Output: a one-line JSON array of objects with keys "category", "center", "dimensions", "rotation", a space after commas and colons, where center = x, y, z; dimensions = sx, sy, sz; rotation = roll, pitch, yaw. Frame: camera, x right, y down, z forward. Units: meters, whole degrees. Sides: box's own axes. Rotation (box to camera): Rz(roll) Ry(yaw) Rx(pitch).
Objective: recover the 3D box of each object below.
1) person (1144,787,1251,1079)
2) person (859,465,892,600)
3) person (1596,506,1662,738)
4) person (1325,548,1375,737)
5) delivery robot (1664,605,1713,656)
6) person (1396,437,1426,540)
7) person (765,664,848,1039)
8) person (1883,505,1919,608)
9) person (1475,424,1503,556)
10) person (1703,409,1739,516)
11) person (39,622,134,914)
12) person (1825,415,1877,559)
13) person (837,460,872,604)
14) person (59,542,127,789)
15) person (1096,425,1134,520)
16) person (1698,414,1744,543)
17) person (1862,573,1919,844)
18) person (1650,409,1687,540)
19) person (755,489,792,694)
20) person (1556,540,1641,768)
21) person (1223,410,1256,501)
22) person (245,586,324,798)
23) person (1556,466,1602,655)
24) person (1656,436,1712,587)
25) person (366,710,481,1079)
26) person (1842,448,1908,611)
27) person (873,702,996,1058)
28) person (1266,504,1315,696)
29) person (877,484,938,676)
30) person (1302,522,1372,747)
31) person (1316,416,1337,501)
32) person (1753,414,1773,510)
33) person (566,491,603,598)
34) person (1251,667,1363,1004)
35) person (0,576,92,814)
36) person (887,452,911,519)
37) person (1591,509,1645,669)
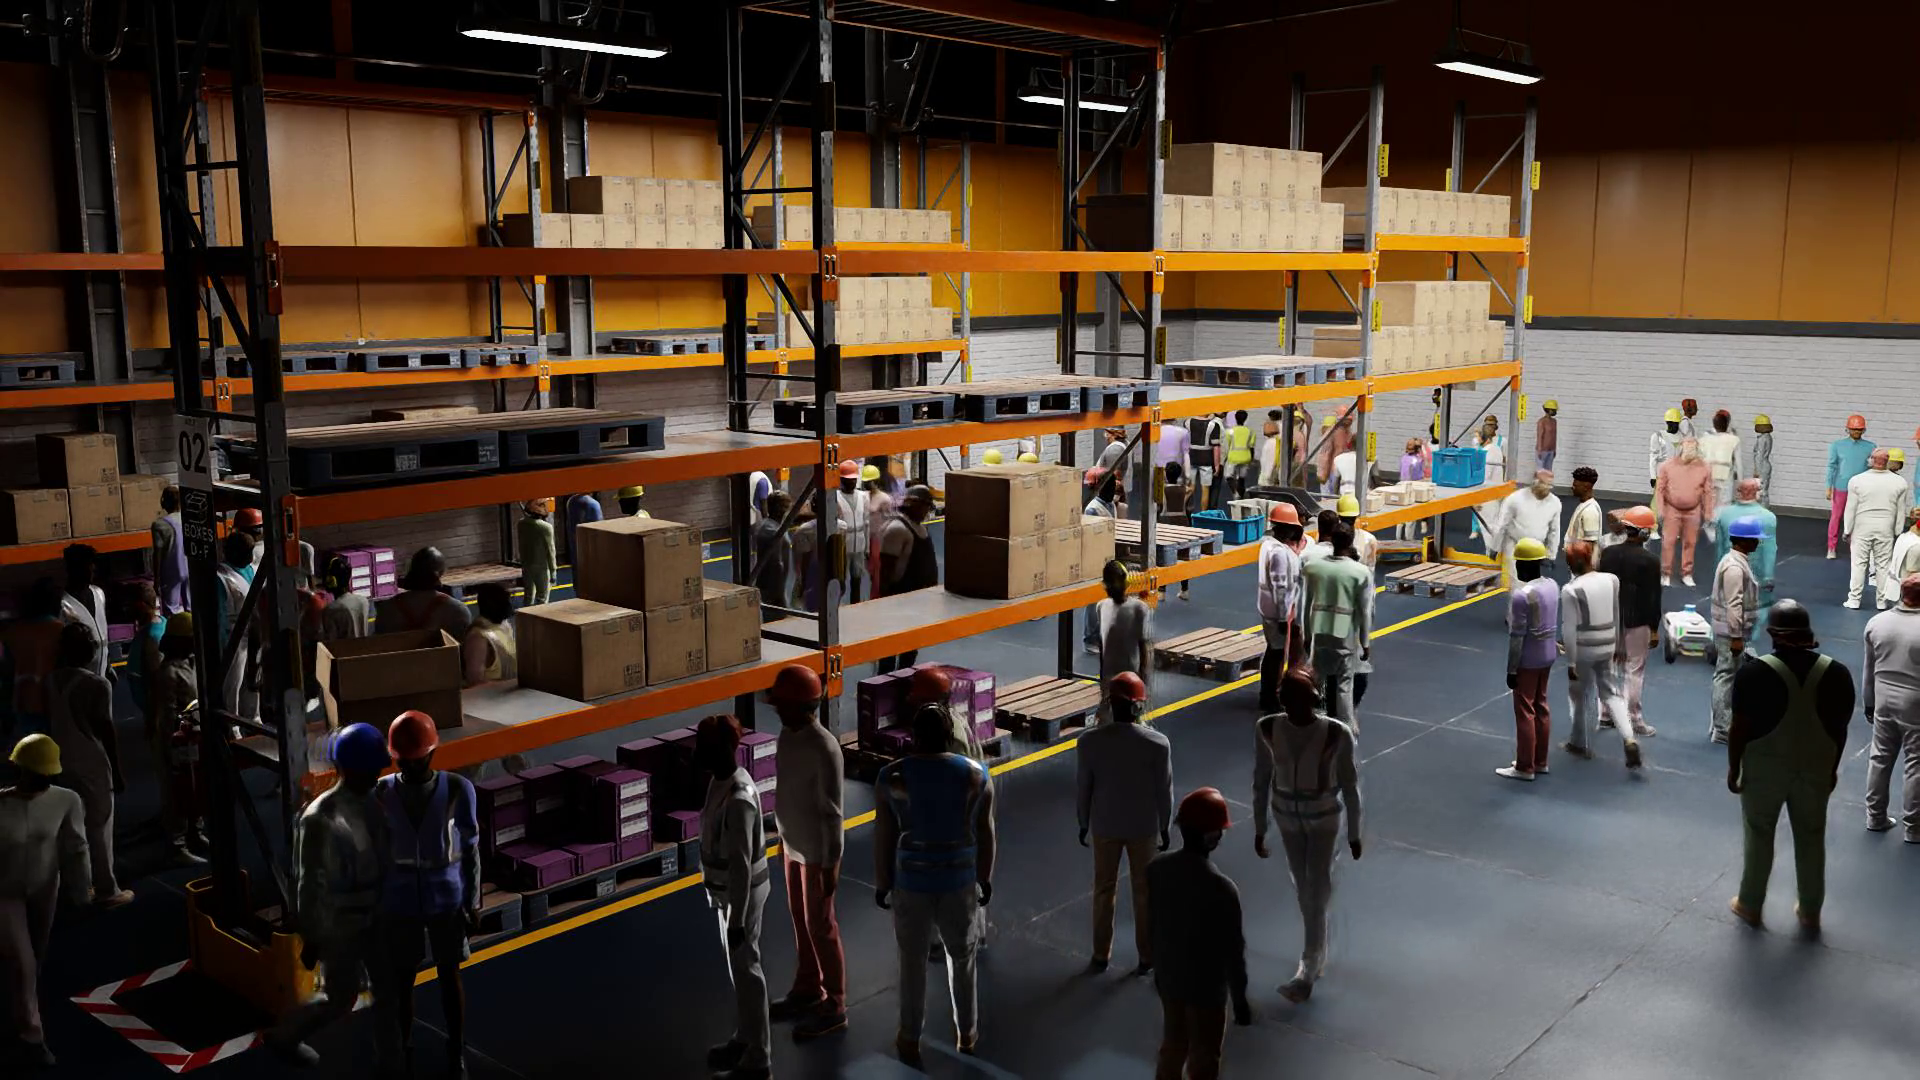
[{"category": "person", "center": [1.064, 1.959, 7.466], "dimensions": [0.343, 1.747, 0.580], "rotation": [-6, 11, -31]}, {"category": "person", "center": [-0.933, -0.029, 19.360], "dimensions": [0.686, 1.740, 0.555], "rotation": [-9, 13, -44]}, {"category": "person", "center": [5.761, 0.692, 14.289], "dimensions": [0.397, 1.992, 0.623], "rotation": [-5, 11, -27]}, {"category": "person", "center": [3.252, 0.884, 14.060], "dimensions": [0.543, 1.685, 0.369], "rotation": [-1, 10, -4]}, {"category": "delivery robot", "center": [7.452, 0.908, 17.010], "dimensions": [0.477, 0.478, 0.707], "rotation": [2, 10, 11]}, {"category": "person", "center": [6.279, -0.619, 23.175], "dimensions": [0.310, 1.640, 0.517], "rotation": [-3, 10, -16]}, {"category": "person", "center": [-0.818, 1.621, 8.781], "dimensions": [0.407, 1.986, 0.621], "rotation": [-5, 11, -28]}, {"category": "person", "center": [8.799, 0.578, 15.454], "dimensions": [0.394, 1.836, 0.561], "rotation": [4, 10, 22]}, {"category": "person", "center": [7.018, -0.581, 22.126], "dimensions": [0.403, 1.924, 0.626], "rotation": [6, 11, 32]}, {"category": "person", "center": [11.456, -1.053, 25.121], "dimensions": [0.626, 1.861, 0.548], "rotation": [-1, 10, -6]}, {"category": "person", "center": [-5.471, 1.423, 10.399], "dimensions": [0.504, 1.839, 0.340], "rotation": [3, 10, 16]}, {"category": "person", "center": [12.162, -0.720, 22.716], "dimensions": [0.622, 1.994, 0.381], "rotation": [2, 10, 13]}, {"category": "person", "center": [-1.199, 0.094, 18.029], "dimensions": [0.545, 1.938, 0.355], "rotation": [-6, 11, -33]}, {"category": "person", "center": [-6.646, 0.990, 12.615], "dimensions": [0.380, 1.959, 0.601], "rotation": [2, 10, 10]}, {"category": "person", "center": [2.017, -0.647, 22.147], "dimensions": [0.535, 2.000, 0.673], "rotation": [4, 10, 24]}, {"category": "person", "center": [10.913, -0.869, 23.960], "dimensions": [0.756, 1.874, 0.662], "rotation": [-9, 13, -43]}, {"category": "person", "center": [6.687, 1.172, 11.722], "dimensions": [0.400, 1.902, 0.647], "rotation": [-5, 11, -27]}, {"category": "person", "center": [10.386, -0.964, 24.380], "dimensions": [0.584, 1.928, 0.367], "rotation": [-2, 10, -13]}, {"category": "person", "center": [-1.745, 0.481, 15.718], "dimensions": [0.377, 1.940, 0.629], "rotation": [-2, 10, -10]}, {"category": "person", "center": [5.132, 0.922, 13.365], "dimensions": [0.651, 1.846, 0.790], "rotation": [-3, 10, -18]}, {"category": "person", "center": [4.556, -1.302, 27.112], "dimensions": [0.541, 1.679, 0.470], "rotation": [-1, 10, -4]}, {"category": "person", "center": [-5.160, 0.967, 12.857], "dimensions": [0.660, 1.921, 0.788], "rotation": [1, 10, 7]}, {"category": "person", "center": [6.437, 0.215, 17.224], "dimensions": [0.367, 1.966, 0.607], "rotation": [2, 10, 14]}, {"category": "person", "center": [9.059, -0.359, 20.841], "dimensions": [0.650, 1.907, 0.399], "rotation": [2, 10, 11]}, {"category": "person", "center": [-2.610, 1.762, 8.079], "dimensions": [0.552, 1.933, 0.373], "rotation": [-2, 10, -12]}, {"category": "person", "center": [10.656, -0.122, 19.416], "dimensions": [0.651, 1.907, 0.409], "rotation": [2, 10, 14]}, {"category": "person", "center": [-0.135, 1.735, 8.530], "dimensions": [0.634, 1.839, 0.429], "rotation": [-1, 10, -8]}, {"category": "person", "center": [2.982, 0.606, 15.085], "dimensions": [0.598, 1.906, 0.414], "rotation": [-7, 12, -34]}, {"category": "person", "center": [-0.501, 0.459, 15.546], "dimensions": [0.535, 2.000, 0.858], "rotation": [5, 11, 26]}, {"category": "person", "center": [3.135, 0.805, 13.897], "dimensions": [0.591, 1.904, 0.419], "rotation": [6, 11, 34]}, {"category": "person", "center": [5.604, -1.018, 25.266], "dimensions": [0.484, 1.739, 0.319], "rotation": [-6, 11, -31]}, {"category": "person", "center": [12.257, -1.055, 25.489], "dimensions": [0.321, 1.738, 0.484], "rotation": [7, 12, 37]}, {"category": "person", "center": [-3.802, 0.200, 17.080], "dimensions": [0.394, 2.044, 0.609], "rotation": [-7, 12, -37]}, {"category": "person", "center": [1.901, 1.613, 9.255], "dimensions": [0.607, 1.842, 0.846], "rotation": [6, 11, 33]}, {"category": "person", "center": [-6.467, 1.193, 11.739], "dimensions": [0.585, 1.863, 0.967], "rotation": [3, 10, 16]}, {"category": "person", "center": [-0.868, -0.984, 24.500], "dimensions": [0.380, 1.925, 0.593], "rotation": [-5, 11, -27]}, {"category": "person", "center": [6.643, 0.480, 16.748], "dimensions": [0.519, 1.591, 0.857], "rotation": [9, 13, 44]}]
